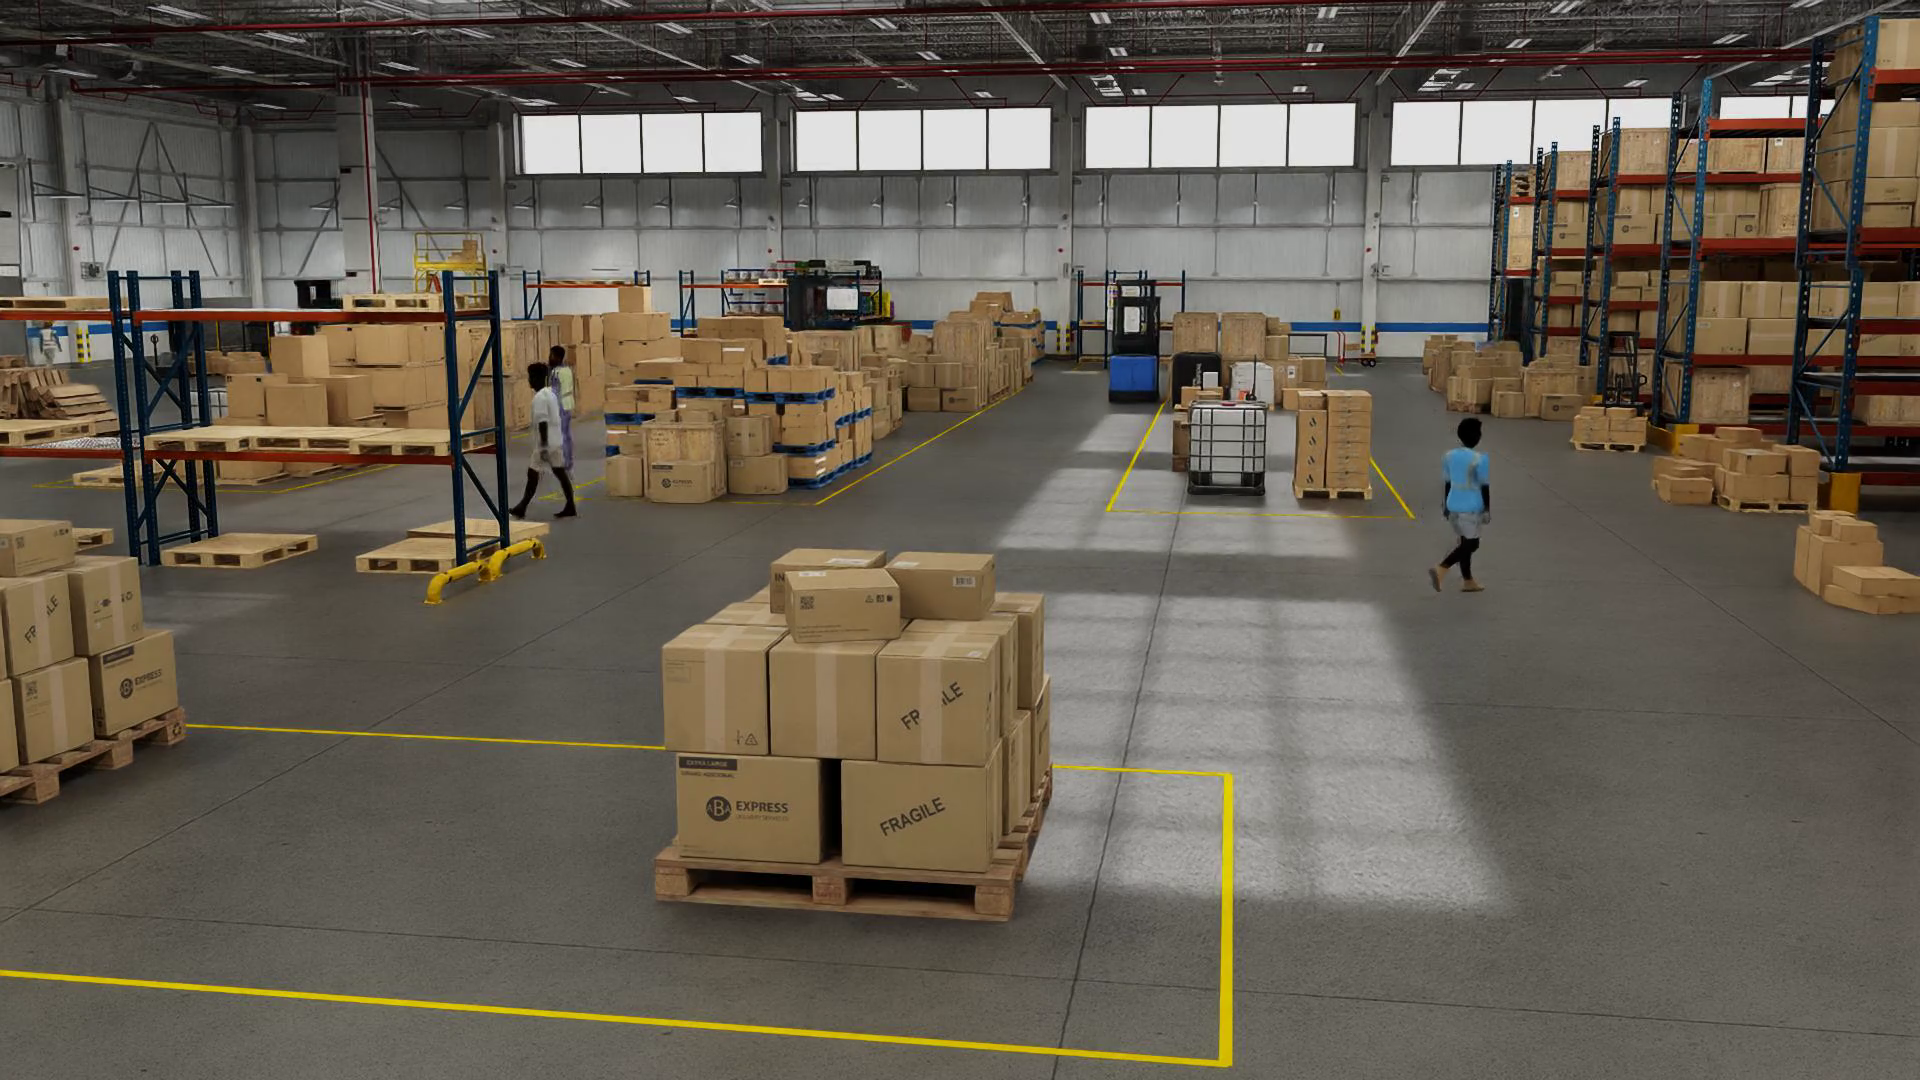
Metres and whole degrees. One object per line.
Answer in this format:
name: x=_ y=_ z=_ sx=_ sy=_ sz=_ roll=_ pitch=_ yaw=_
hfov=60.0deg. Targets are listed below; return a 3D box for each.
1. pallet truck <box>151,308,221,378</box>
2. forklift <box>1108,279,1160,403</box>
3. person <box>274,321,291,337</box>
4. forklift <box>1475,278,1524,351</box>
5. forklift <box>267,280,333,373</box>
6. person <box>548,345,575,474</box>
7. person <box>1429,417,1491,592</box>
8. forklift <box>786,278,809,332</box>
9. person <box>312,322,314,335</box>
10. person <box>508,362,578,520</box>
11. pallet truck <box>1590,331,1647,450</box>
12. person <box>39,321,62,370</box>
pallet truck: x=-21.869 y=-5.598 z=47.154 sx=0.823 sy=1.965 sz=1.885 roll=4 pitch=10 yaw=26
forklift: x=4.030 y=-4.601 z=38.293 sx=1.129 sy=2.768 sz=1.873 roll=1 pitch=9 yaw=9
person: x=-20.502 y=-6.043 z=50.288 sx=0.522 sy=1.876 sz=0.626 roll=5 pitch=11 yaw=30
forklift: x=14.740 y=-5.598 z=44.439 sx=1.873 sy=2.768 sz=1.129 roll=1 pitch=9 yaw=9
forklift: x=-13.914 y=-4.220 z=35.940 sx=1.873 sy=2.768 sz=1.129 roll=1 pitch=9 yaw=9
person: x=-5.952 y=-1.936 z=24.806 sx=0.391 sy=1.922 sz=0.593 roll=1 pitch=9 yaw=3
person: x=4.673 y=-0.309 z=15.507 sx=0.697 sy=1.679 sz=0.538 roll=-4 pitch=10 yaw=-23
forklift: x=-4.121 y=-5.265 z=42.387 sx=1.873 sy=2.768 sz=1.129 roll=1 pitch=9 yaw=9
person: x=-17.109 y=-5.043 z=43.995 sx=0.795 sy=1.915 sz=0.542 roll=0 pitch=9 yaw=0
person: x=-5.119 y=-1.189 z=20.198 sx=0.970 sy=1.913 sz=0.622 roll=1 pitch=9 yaw=5
pallet truck: x=11.253 y=-2.573 z=28.499 sx=0.823 sy=1.965 sz=1.885 roll=5 pitch=10 yaw=27
person: x=-26.031 y=-5.465 z=47.589 sx=0.527 sy=1.582 sz=0.901 roll=0 pitch=9 yaw=2
